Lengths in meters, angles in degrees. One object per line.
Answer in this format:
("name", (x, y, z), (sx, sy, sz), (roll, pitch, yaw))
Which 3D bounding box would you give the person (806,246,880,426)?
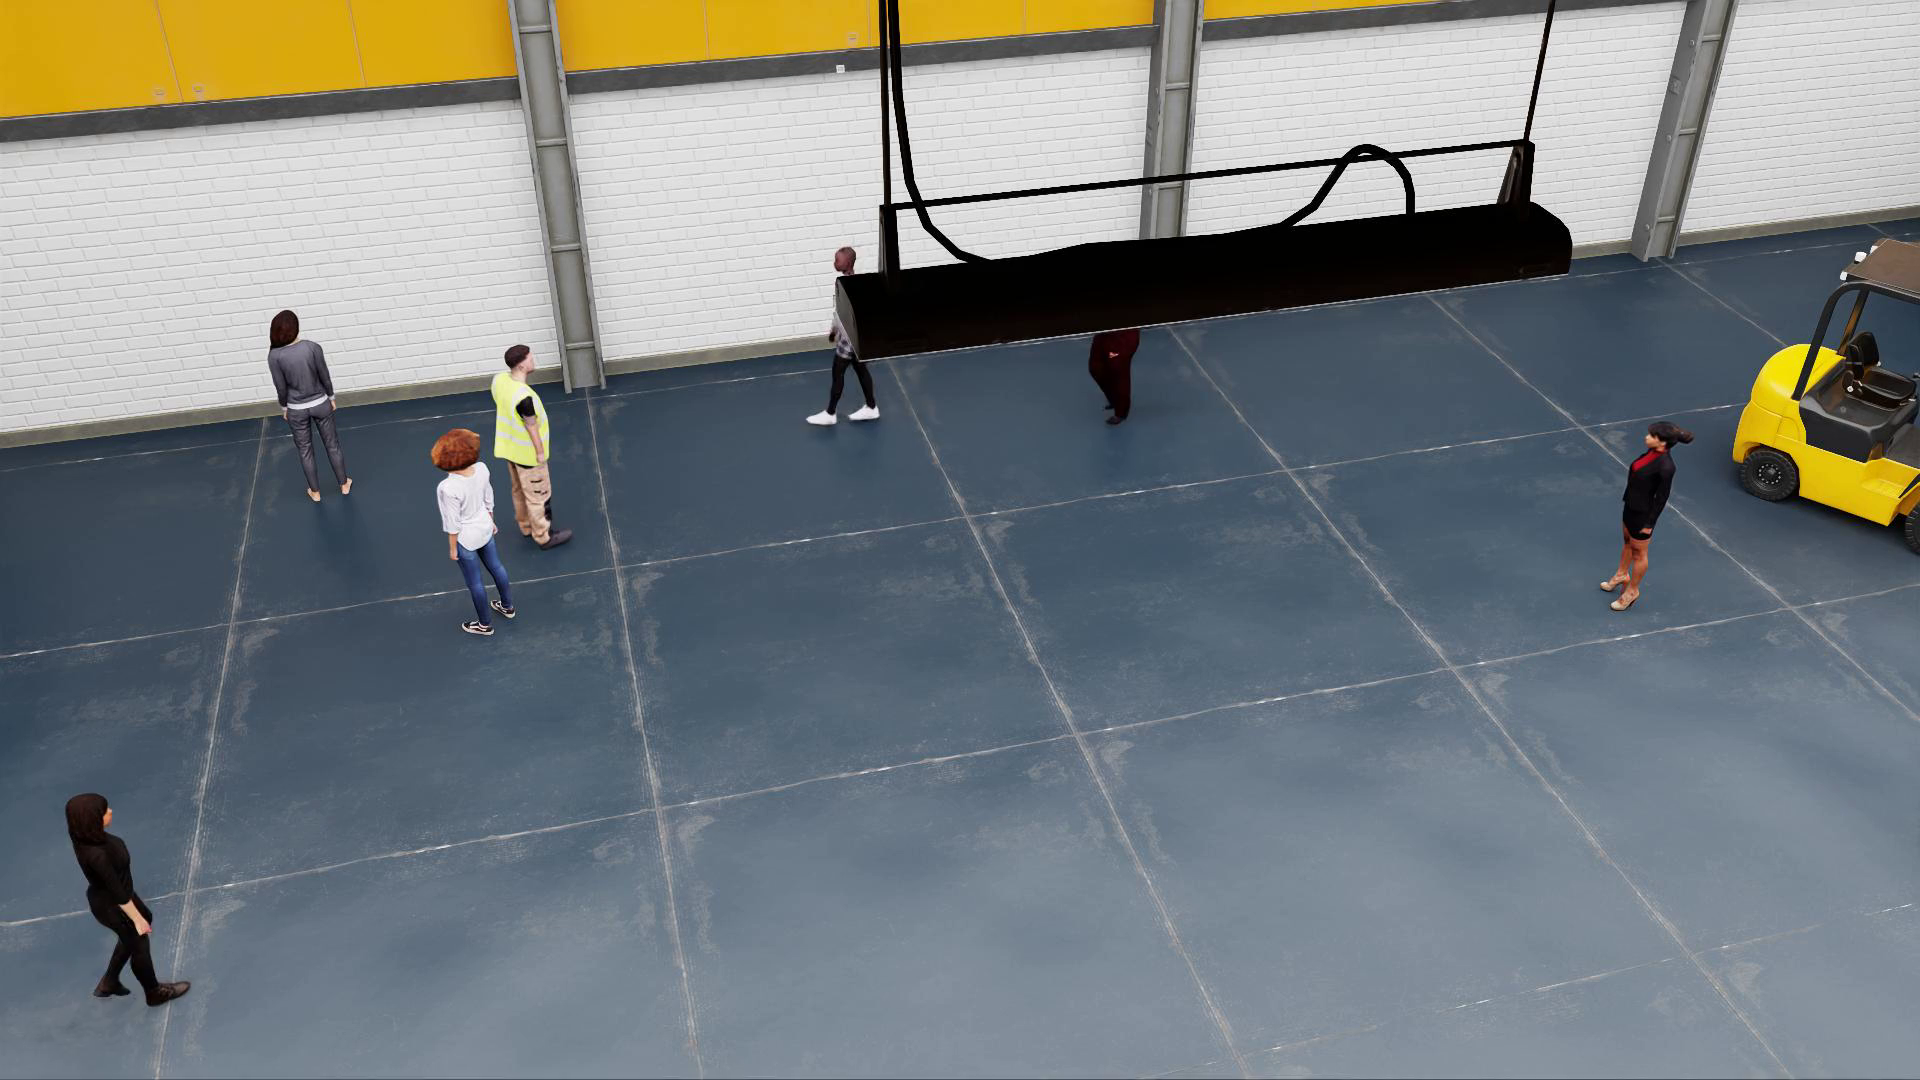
("person", (-0.908, -1.875, 15.320), (0.933, 1.753, 0.674), (-6, 34, -9))

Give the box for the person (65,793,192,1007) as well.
("person", (-4.867, 2.095, 9.457), (0.823, 1.632, 0.744), (-24, 41, -32))

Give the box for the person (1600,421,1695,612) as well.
("person", (5.287, -0.203, 12.907), (0.703, 1.640, 0.650), (2, 34, 2))

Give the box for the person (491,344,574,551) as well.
("person", (-3.541, -0.767, 13.572), (0.861, 1.842, 0.829), (-27, 42, -34))

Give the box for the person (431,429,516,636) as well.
("person", (-3.698, -0.071, 12.641), (0.817, 1.714, 0.759), (17, 37, 24))

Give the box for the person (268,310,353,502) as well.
("person", (-5.573, -1.155, 14.223), (0.533, 1.768, 0.712), (-16, 37, -22))
